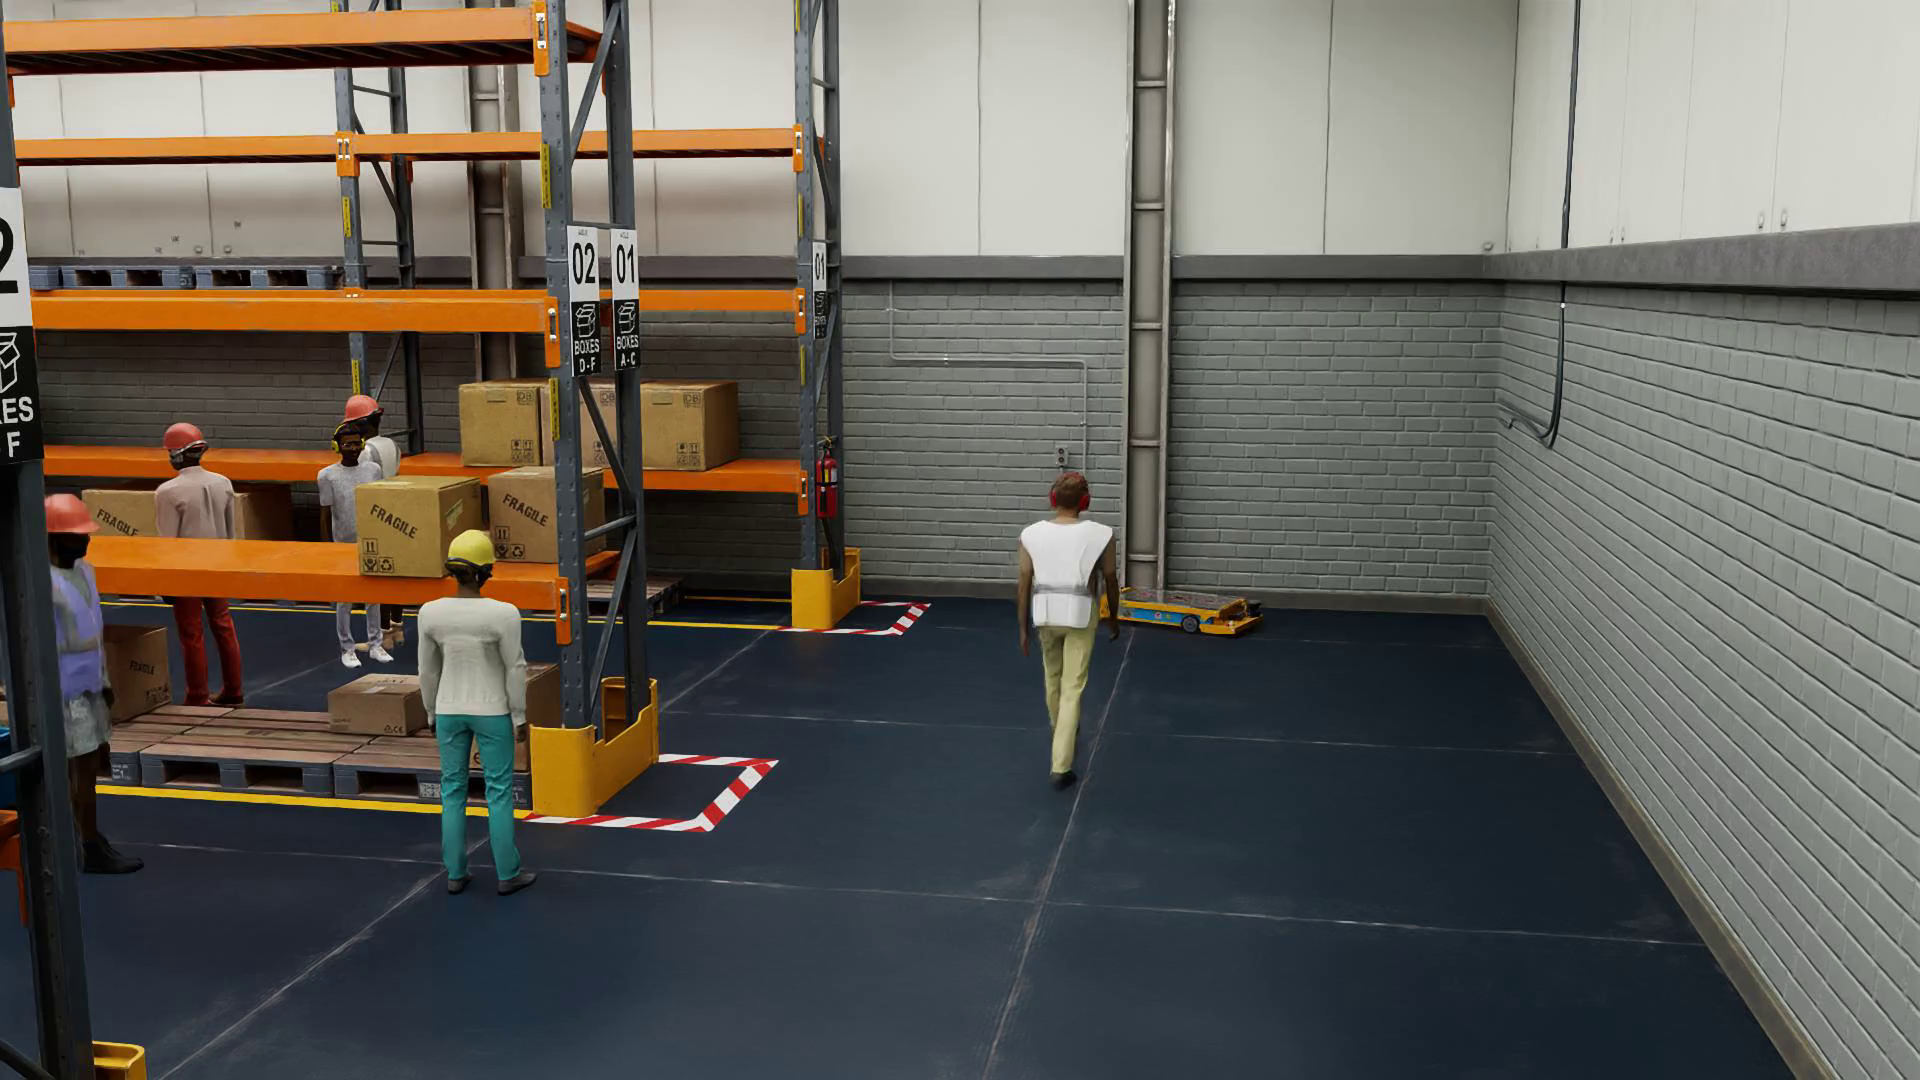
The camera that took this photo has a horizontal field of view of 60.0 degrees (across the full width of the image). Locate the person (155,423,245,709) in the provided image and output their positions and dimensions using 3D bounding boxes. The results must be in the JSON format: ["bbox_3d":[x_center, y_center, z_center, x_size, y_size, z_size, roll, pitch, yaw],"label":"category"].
[{"bbox_3d":[-5.144,0.200,11.215,0.401,1.986,0.613,4,10,24],"label":"person"}]

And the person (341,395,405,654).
[{"bbox_3d":[-4.615,-0.122,13.066,0.384,2.035,0.605,1,9,4],"label":"person"}]

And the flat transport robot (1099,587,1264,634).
[{"bbox_3d":[1.792,0.582,14.146,1.431,0.197,0.652,5,11,31],"label":"flat transport robot"}]

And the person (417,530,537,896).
[{"bbox_3d":[-2.324,0.830,7.983,0.526,1.768,0.330,1,9,8],"label":"person"}]

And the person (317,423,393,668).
[{"bbox_3d":[-4.575,0.040,12.608,0.514,1.866,0.338,-8,12,-42],"label":"person"}]

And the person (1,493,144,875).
[{"bbox_3d":[-4.466,0.715,8.211,0.683,1.924,0.549,0,9,-2],"label":"person"}]

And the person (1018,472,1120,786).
[{"bbox_3d":[0.657,0.499,9.938,0.563,1.796,0.996,3,10,19],"label":"person"}]
